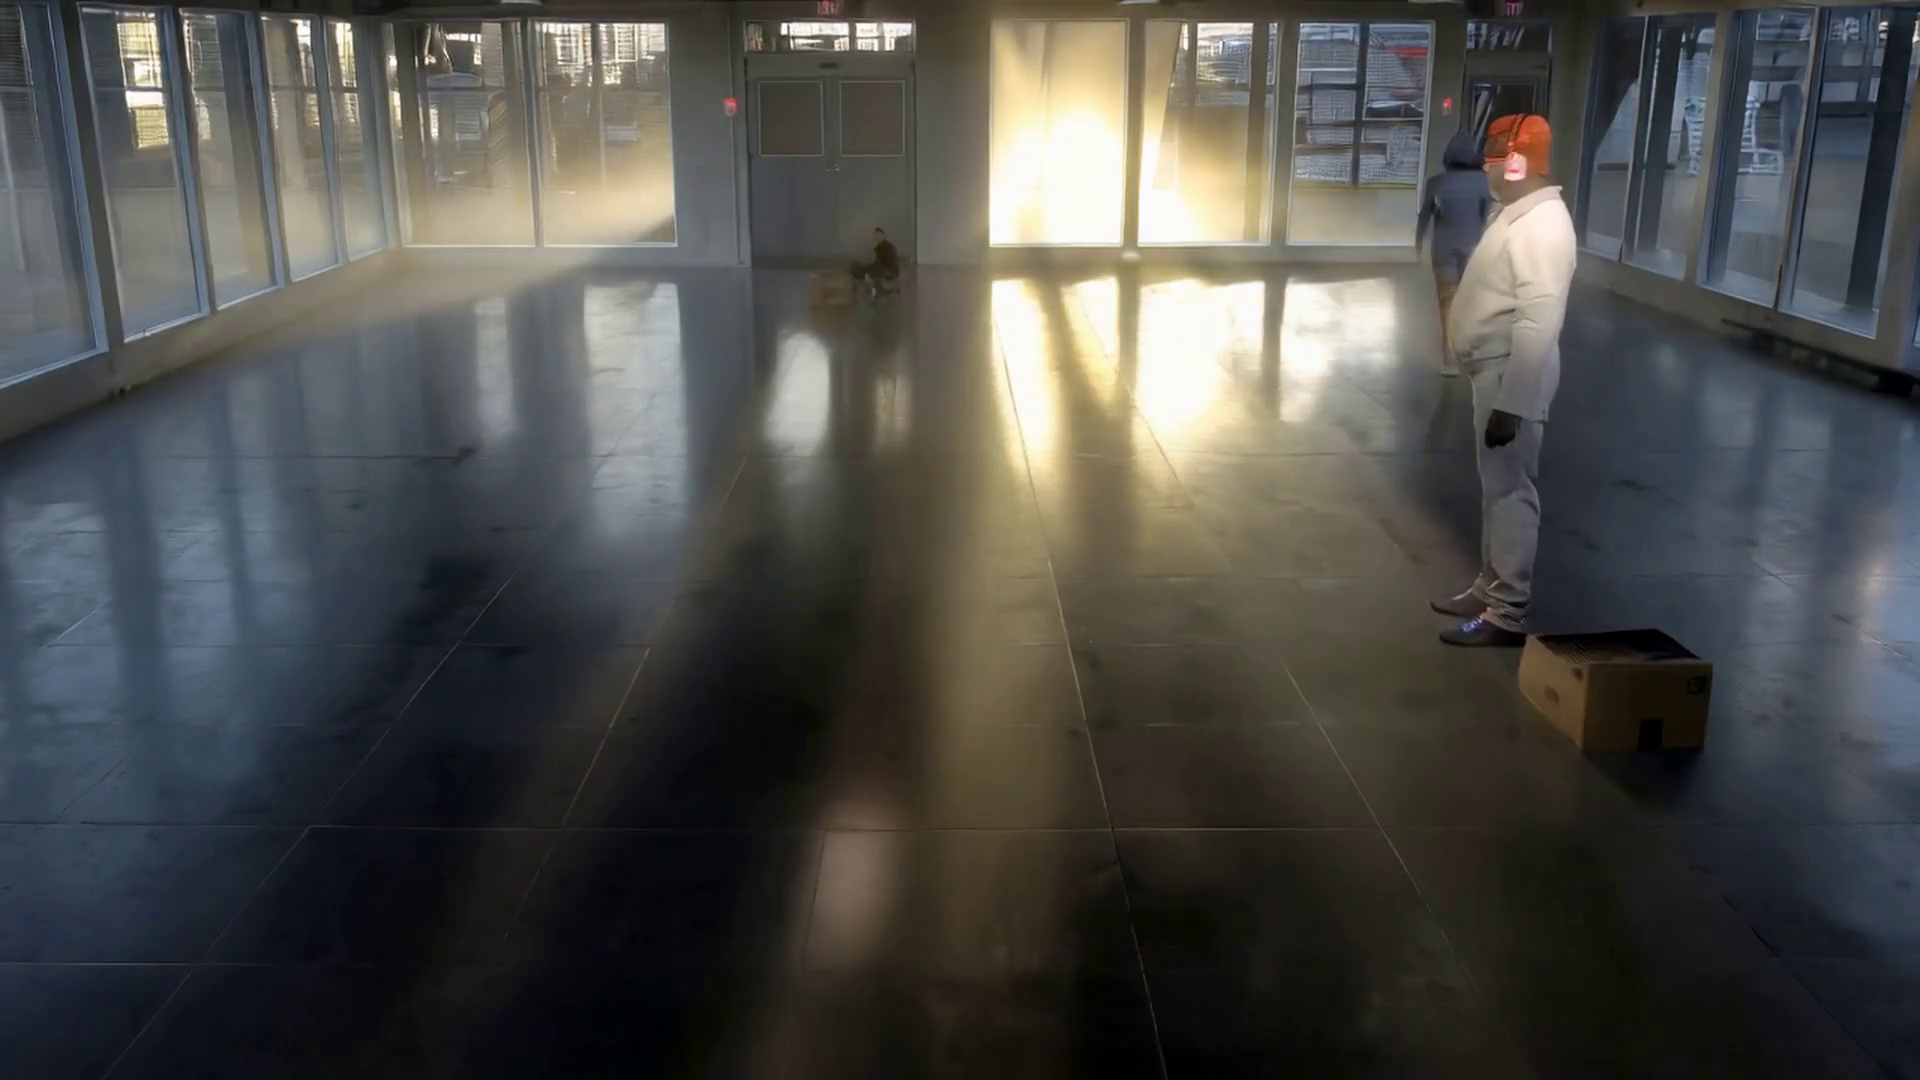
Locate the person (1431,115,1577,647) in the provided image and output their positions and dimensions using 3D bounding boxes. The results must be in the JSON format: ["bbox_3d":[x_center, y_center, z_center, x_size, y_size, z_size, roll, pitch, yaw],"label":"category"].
[{"bbox_3d":[1.950,-0.554,6.001,0.405,1.903,0.636,4,17,13],"label":"person"}]

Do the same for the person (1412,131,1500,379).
[{"bbox_3d":[3.297,-1.917,11.142,0.516,1.597,0.792,1,16,2],"label":"person"}]
